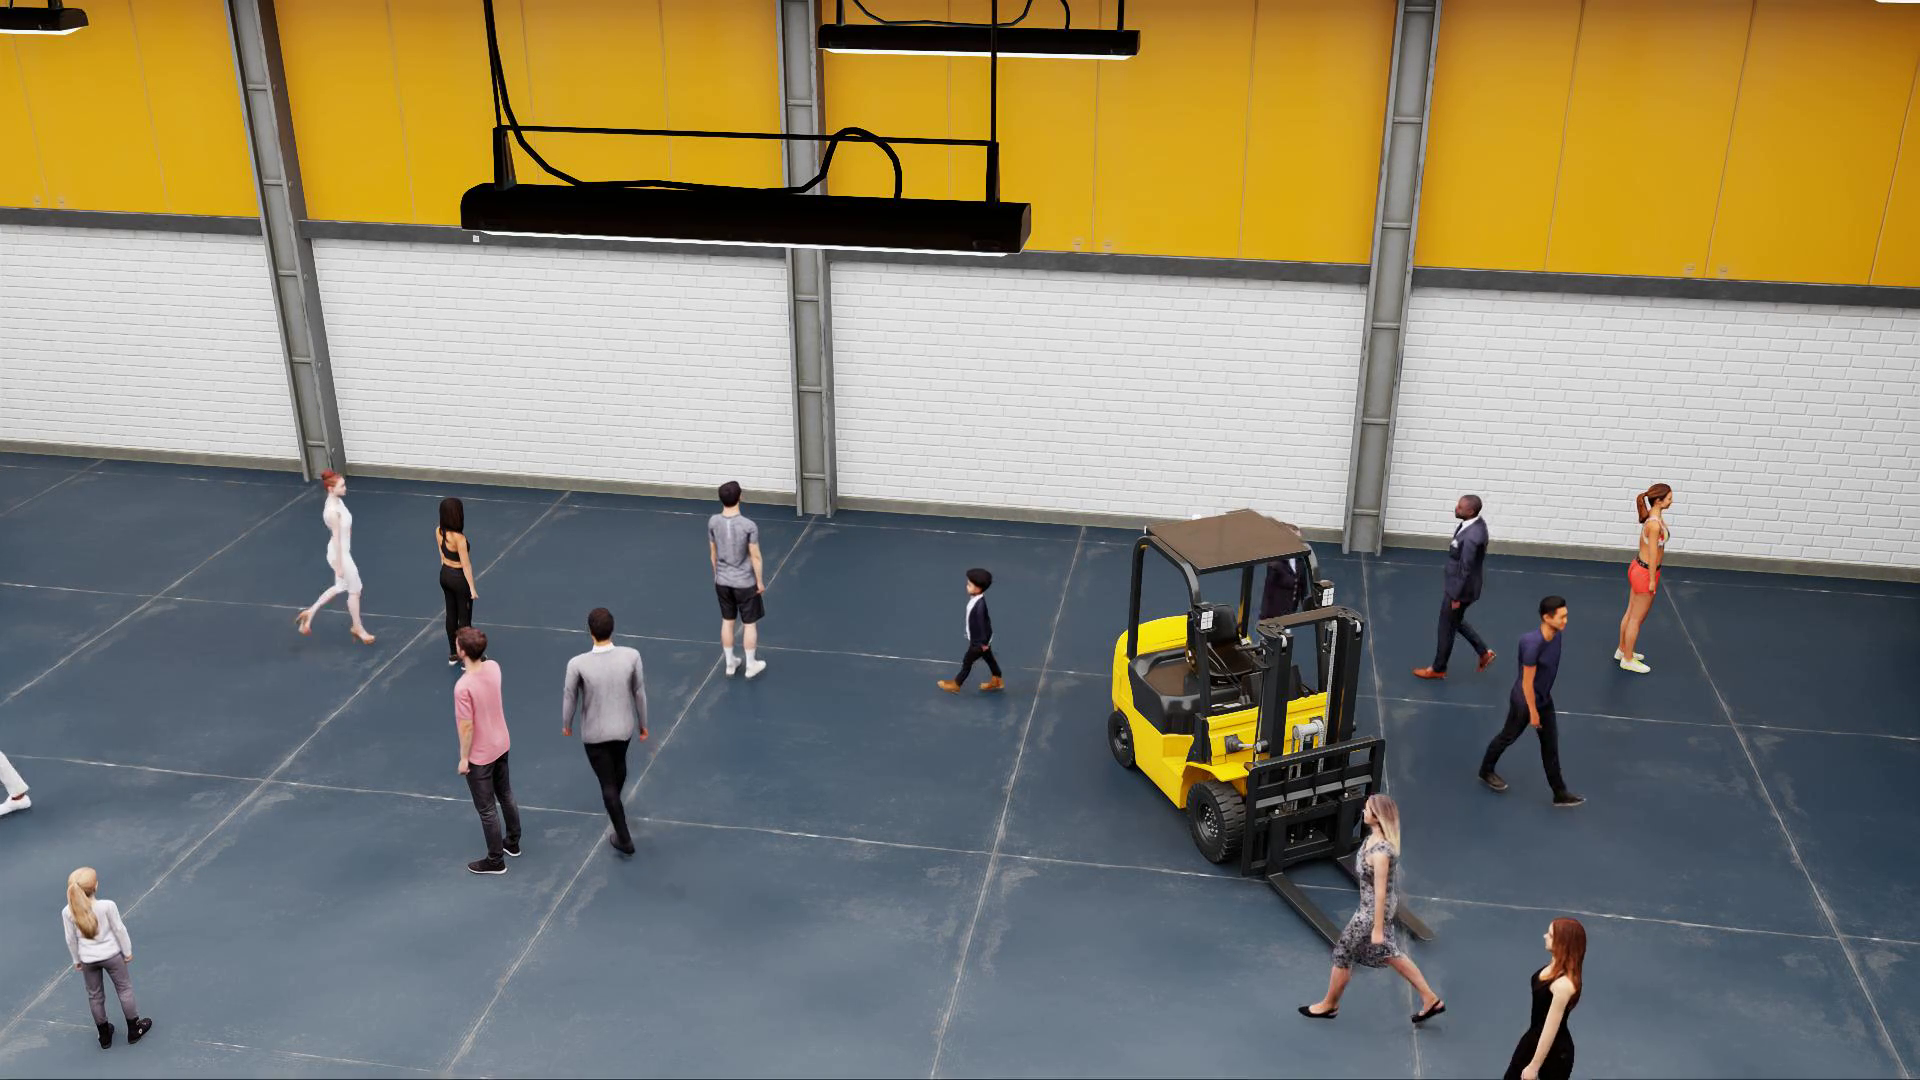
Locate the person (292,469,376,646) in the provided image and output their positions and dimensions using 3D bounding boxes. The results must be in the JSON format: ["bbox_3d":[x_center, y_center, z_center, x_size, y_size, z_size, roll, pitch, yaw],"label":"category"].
[{"bbox_3d":[-5.808,0.198,15.362,1.012,1.773,0.834,-4,24,-10],"label":"person"}]

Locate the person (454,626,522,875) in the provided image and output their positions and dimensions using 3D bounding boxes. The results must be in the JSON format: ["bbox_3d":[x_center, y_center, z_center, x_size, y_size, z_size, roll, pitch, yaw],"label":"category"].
[{"bbox_3d":[-3.452,1.519,12.109,0.583,1.959,0.643,7,25,16],"label":"person"}]

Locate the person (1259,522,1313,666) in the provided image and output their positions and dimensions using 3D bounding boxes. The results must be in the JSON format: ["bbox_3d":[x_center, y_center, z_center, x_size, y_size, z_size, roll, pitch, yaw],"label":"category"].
[{"bbox_3d":[2.721,0.648,14.436,1.020,1.692,1.084,-16,28,-32],"label":"person"}]

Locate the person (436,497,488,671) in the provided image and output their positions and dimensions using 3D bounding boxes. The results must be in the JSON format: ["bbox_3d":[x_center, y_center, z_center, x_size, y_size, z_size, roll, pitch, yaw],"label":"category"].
[{"bbox_3d":[-4.585,0.384,15.102,0.547,1.641,0.660,14,27,30],"label":"person"}]

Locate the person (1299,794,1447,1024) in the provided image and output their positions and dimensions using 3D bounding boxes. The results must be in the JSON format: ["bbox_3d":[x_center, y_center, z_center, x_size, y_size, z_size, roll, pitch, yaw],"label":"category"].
[{"bbox_3d":[2.722,2.387,10.494,1.161,1.663,0.697,7,24,15],"label":"person"}]

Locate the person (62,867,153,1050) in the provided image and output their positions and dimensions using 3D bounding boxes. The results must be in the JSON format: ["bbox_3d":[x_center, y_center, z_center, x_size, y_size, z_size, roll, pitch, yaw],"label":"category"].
[{"bbox_3d":[-5.403,2.615,10.452,0.523,1.278,0.622,-5,24,-11],"label":"person"}]

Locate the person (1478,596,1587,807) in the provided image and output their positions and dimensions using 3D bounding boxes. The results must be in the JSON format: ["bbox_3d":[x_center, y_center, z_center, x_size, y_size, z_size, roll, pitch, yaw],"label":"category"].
[{"bbox_3d":[4.398,1.242,13.015,1.090,1.741,1.175,-18,29,-35],"label":"person"}]

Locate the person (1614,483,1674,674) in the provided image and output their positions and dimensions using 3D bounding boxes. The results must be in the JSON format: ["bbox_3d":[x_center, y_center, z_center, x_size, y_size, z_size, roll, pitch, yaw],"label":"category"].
[{"bbox_3d":[6.196,0.320,15.061,0.549,1.791,0.579,5,24,11],"label":"person"}]

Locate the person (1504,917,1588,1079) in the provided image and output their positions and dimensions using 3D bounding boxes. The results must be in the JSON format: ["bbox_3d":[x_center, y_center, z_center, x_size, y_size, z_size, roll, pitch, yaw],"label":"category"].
[{"bbox_3d":[3.396,2.888,9.309,1.113,1.693,0.544,4,24,10],"label":"person"}]

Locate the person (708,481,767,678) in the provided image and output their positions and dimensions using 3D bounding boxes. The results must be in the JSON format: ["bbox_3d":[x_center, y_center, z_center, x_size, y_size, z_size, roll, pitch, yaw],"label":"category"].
[{"bbox_3d":[-2.001,0.363,14.871,0.594,1.865,0.760,8,25,19],"label":"person"}]

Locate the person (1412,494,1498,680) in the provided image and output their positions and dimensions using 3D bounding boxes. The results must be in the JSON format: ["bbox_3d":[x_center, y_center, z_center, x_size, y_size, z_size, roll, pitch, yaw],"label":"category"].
[{"bbox_3d":[4.515,0.438,14.770,1.002,1.808,0.818,9,25,20],"label":"person"}]

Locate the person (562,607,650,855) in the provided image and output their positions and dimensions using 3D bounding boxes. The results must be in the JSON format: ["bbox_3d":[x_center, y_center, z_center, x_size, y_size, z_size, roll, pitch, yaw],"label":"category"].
[{"bbox_3d":[-2.599,1.455,12.364,1.281,1.872,1.290,-13,27,-27],"label":"person"}]

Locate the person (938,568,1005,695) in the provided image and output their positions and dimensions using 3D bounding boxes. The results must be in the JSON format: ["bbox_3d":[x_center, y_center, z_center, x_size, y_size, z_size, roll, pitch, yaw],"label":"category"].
[{"bbox_3d":[0.228,0.821,14.659,0.864,1.196,0.616,-1,24,-2],"label":"person"}]
